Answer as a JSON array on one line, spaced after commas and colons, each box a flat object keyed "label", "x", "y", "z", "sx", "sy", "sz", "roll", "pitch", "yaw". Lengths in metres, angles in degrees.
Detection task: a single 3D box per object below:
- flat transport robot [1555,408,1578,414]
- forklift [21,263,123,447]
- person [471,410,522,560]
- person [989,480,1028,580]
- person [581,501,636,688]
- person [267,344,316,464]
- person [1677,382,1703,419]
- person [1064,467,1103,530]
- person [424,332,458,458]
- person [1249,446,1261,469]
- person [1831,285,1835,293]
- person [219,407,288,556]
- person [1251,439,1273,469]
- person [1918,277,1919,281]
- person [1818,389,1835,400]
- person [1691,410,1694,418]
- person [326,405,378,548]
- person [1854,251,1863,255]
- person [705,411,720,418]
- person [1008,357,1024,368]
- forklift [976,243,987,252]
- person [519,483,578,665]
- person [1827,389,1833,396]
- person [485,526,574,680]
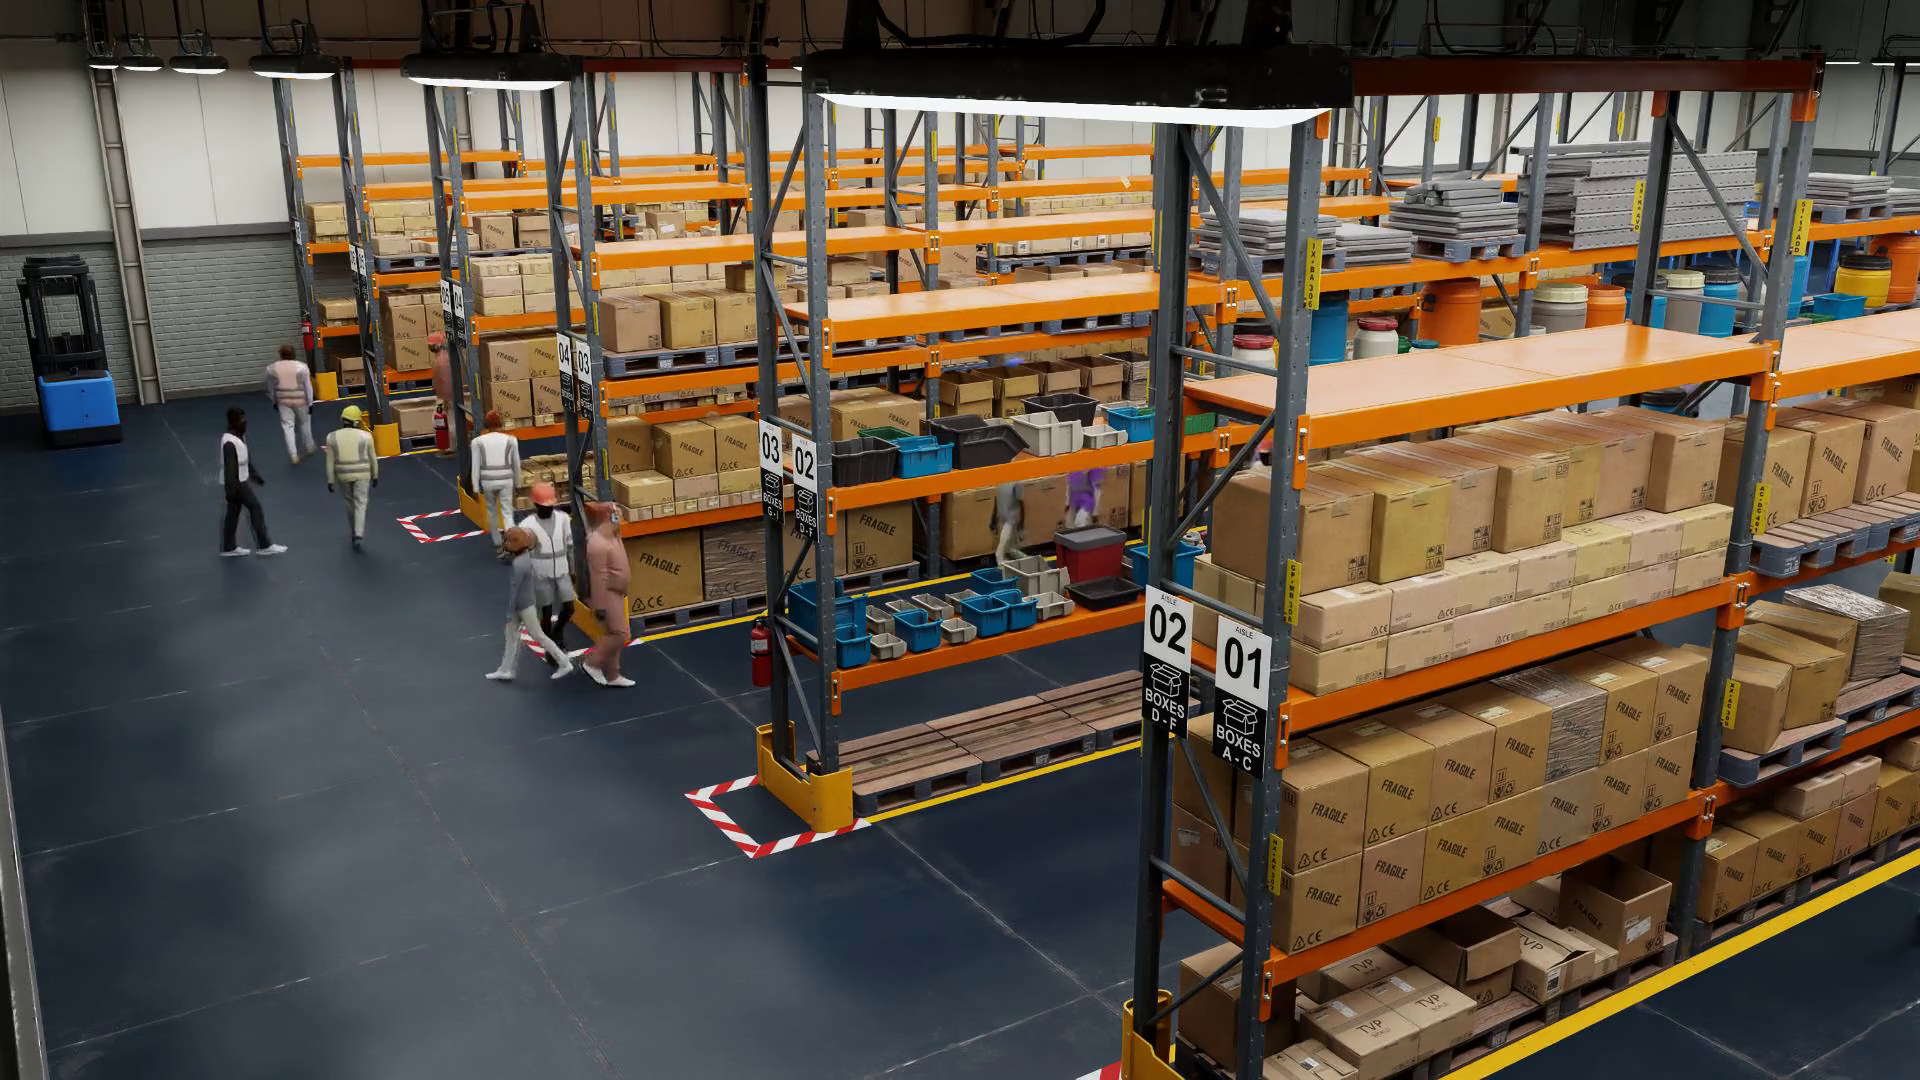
[{"label": "flat transport robot", "x": 10.033, "y": -2.042, "z": 26.709, "sx": 1.431, "sy": 0.197, "sz": 0.652, "roll": -6, "pitch": 18, "yaw": -19}, {"label": "forklift", "x": -14.518, "y": -3.079, "z": 25.708, "sx": 1.129, "sy": 2.768, "sz": 1.873, "roll": -10, "pitch": 20, "yaw": -31}, {"label": "person", "x": -5.716, "y": -0.673, "z": 19.506, "sx": 0.588, "sy": 1.855, "sz": 0.868, "roll": -5, "pitch": 18, "yaw": -15}, {"label": "person", "x": 0.610, "y": -0.228, "z": 18.041, "sx": 0.820, "sy": 1.847, "sz": 0.522, "roll": -7, "pitch": 18, "yaw": -23}, {"label": "person", "x": -3.407, "y": 0.548, "z": 15.429, "sx": 0.463, "sy": 1.879, "sz": 0.656, "roll": 0, "pitch": 17, "yaw": 0}, {"label": "person", "x": -10.283, "y": -2.136, "z": 24.361, "sx": 0.647, "sy": 1.796, "sz": 0.929, "roll": -3, "pitch": 17, "yaw": -11}, {"label": "person", "x": 10.917, "y": -2.028, "z": 23.866, "sx": 0.610, "sy": 1.880, "sz": 0.508, "roll": 1, "pitch": 17, "yaw": 3}, {"label": "person", "x": 1.490, "y": -0.445, "z": 18.626, "sx": 0.598, "sy": 1.914, "sz": 0.552, "roll": -11, "pitch": 20, "yaw": -32}, {"label": "person", "x": -7.987, "y": -2.232, "z": 24.369, "sx": 0.434, "sy": 1.981, "sz": 0.649, "roll": -4, "pitch": 18, "yaw": -14}, {"label": "person", "x": 3.831, "y": -0.603, "z": 19.165, "sx": 0.854, "sy": 1.912, "sz": 0.633, "roll": -14, "pitch": 22, "yaw": -38}, {"label": "person", "x": 16.391, "y": -3.835, "z": 29.669, "sx": 0.372, "sy": 1.959, "sz": 0.603, "roll": -6, "pitch": 18, "yaw": -18}, {"label": "person", "x": -8.843, "y": -0.725, "z": 19.615, "sx": 0.884, "sy": 1.882, "sz": 0.600, "roll": -6, "pitch": 18, "yaw": -20}, {"label": "person", "x": 3.581, "y": -0.277, "z": 18.041, "sx": 1.024, "sy": 1.949, "sz": 0.631, "roll": -13, "pitch": 21, "yaw": -36}, {"label": "person", "x": 19.748, "y": -4.598, "z": 32.610, "sx": 0.322, "sy": 1.698, "sz": 0.533, "roll": 1, "pitch": 17, "yaw": 4}, {"label": "person", "x": 15.313, "y": -3.160, "z": 27.478, "sx": 0.613, "sy": 1.943, "sz": 0.405, "roll": -2, "pitch": 17, "yaw": -5}, {"label": "person", "x": 11.155, "y": -2.225, "z": 24.458, "sx": 0.562, "sy": 1.920, "sz": 0.706, "roll": -8, "pitch": 19, "yaw": -24}, {"label": "person", "x": -7.727, "y": -0.814, "z": 20.070, "sx": 0.611, "sy": 1.791, "sz": 0.883, "roll": -2, "pitch": 17, "yaw": -8}, {"label": "person", "x": 20.472, "y": -5.737, "z": 36.210, "sx": 0.986, "sy": 1.786, "sz": 0.635, "roll": -2, "pitch": 17, "yaw": -7}, {"label": "person", "x": -3.168, "y": -0.875, "z": 20.513, "sx": 0.269, "sy": 1.632, "sz": 0.505, "roll": -8, "pitch": 19, "yaw": -24}, {"label": "person", "x": 0.771, "y": -1.698, "z": 22.771, "sx": 0.993, "sy": 1.895, "sz": 0.619, "roll": -12, "pitch": 21, "yaw": -35}, {"label": "forklift", "x": 0.988, "y": -5.474, "z": 34.718, "sx": 1.214, "sy": 2.155, "sz": 2.313, "roll": -10, "pitch": 20, "yaw": -31}, {"label": "person", "x": -4.158, "y": 0.342, "z": 16.031, "sx": 0.572, "sy": 1.918, "sz": 0.405, "roll": -11, "pitch": 20, "yaw": -33}, {"label": "person", "x": 16.289, "y": -3.528, "z": 28.781, "sx": 1.004, "sy": 1.881, "sz": 0.556, "roll": -9, "pitch": 19, "yaw": -27}, {"label": "person", "x": -4.292, "y": 0.636, "z": 15.635, "sx": 0.853, "sy": 1.591, "sz": 0.497, "roll": -4, "pitch": 17, "yaw": -12}]
